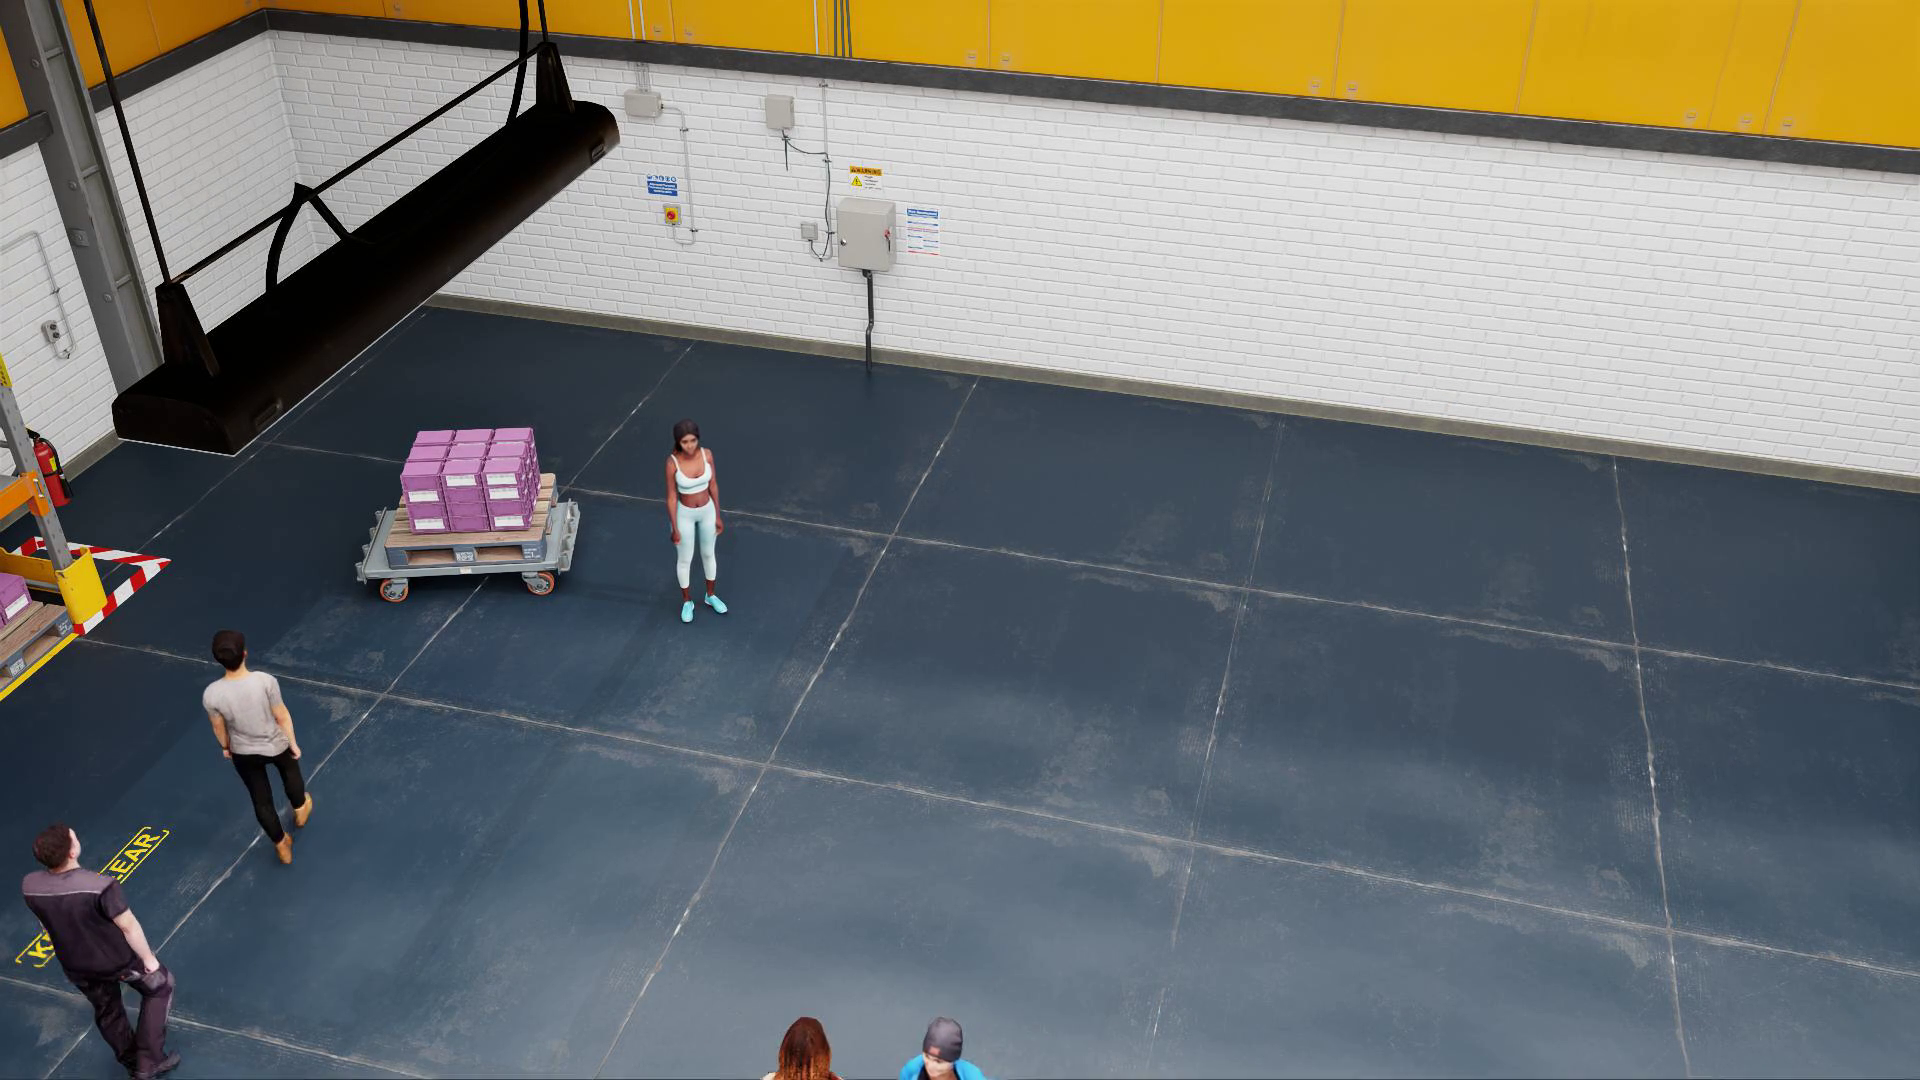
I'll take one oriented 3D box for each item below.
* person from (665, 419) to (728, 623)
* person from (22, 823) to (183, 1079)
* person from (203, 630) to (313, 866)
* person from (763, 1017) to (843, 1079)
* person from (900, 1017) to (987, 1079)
[{"bbox_3d":[-2.013,-0.164,12.645,0.655,1.724,0.709,-16,37,-23],"label":"person"},{"bbox_3d":[-4.595,2.283,8.857,0.779,1.842,0.706,3,34,5],"label":"person"},{"bbox_3d":[-4.388,1.333,10.406,0.862,1.708,0.958,-11,35,-16],"label":"person"},{"bbox_3d":[-0.723,3.007,7.839,0.626,1.763,0.945,6,34,9],"label":"person"},{"bbox_3d":[-0.022,2.887,8.020,0.813,1.761,1.217,17,37,24],"label":"person"}]
